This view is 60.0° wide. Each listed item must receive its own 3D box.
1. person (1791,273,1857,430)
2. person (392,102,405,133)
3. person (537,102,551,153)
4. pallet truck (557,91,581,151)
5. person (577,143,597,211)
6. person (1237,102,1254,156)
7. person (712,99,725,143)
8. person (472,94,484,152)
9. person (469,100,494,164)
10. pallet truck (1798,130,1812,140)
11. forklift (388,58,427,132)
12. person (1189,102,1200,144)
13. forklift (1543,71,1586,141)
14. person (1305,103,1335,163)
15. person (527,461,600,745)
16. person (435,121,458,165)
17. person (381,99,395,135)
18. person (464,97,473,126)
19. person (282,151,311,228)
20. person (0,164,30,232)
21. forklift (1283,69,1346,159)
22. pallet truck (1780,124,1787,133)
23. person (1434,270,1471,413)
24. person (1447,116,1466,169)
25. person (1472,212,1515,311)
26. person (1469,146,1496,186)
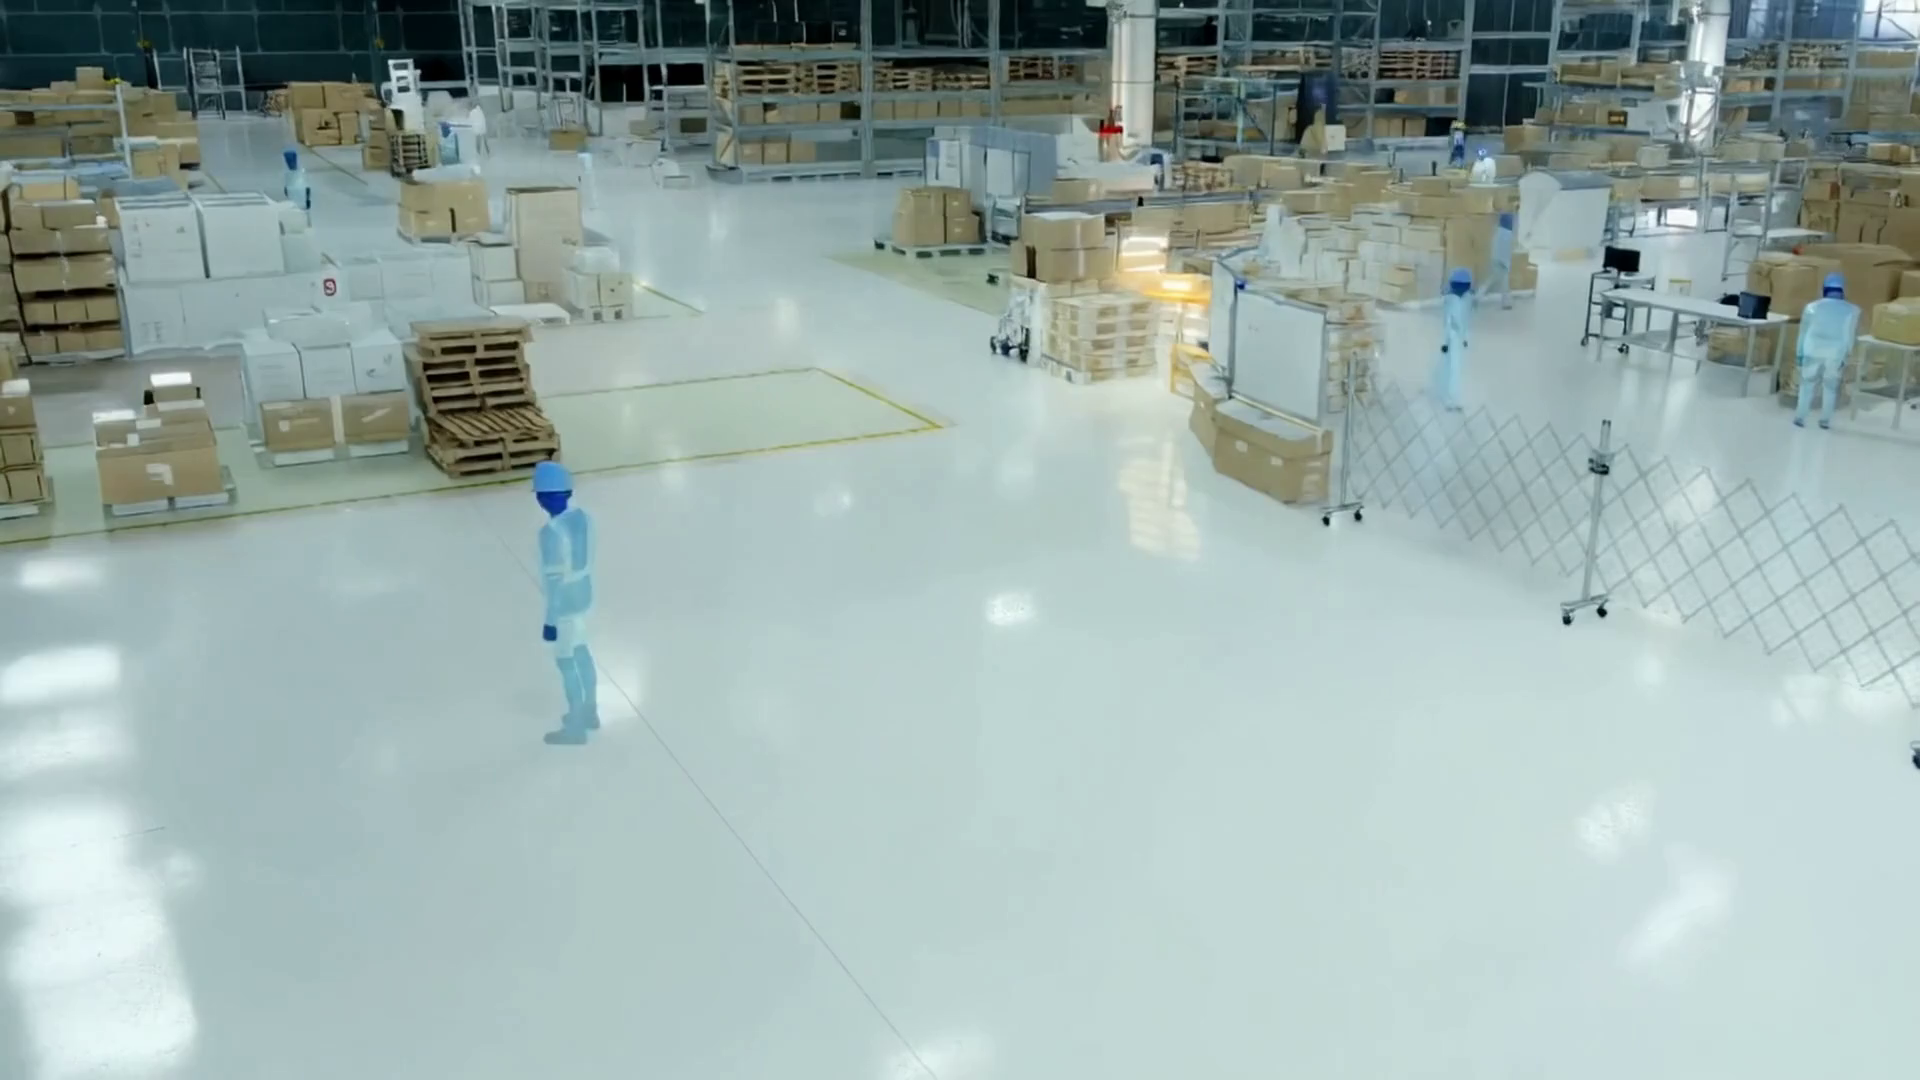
[{"bbox_3d":[10.038,-2.181,19.345,0.598,1.826,0.403,4,18,13],"label":"person"},{"bbox_3d":[-19.015,-13.974,56.309,0.317,1.696,0.537,12,21,32],"label":"person"},{"bbox_3d":[-14.093,-13.907,56.111,0.572,1.679,0.543,10,20,28],"label":"person"},{"bbox_3d":[-13.495,-14.412,57.188,0.823,1.965,1.885,-3,18,-9],"label":"pallet truck"},{"bbox_3d":[-9.147,-8.830,40.406,0.806,1.599,0.542,15,23,38],"label":"person"},{"bbox_3d":[8.913,-12.723,52.051,0.554,1.918,0.605,2,18,5],"label":"person"},{"bbox_3d":[-8.222,-14.442,57.462,1.020,1.884,0.655,-14,23,-37],"label":"person"},{"bbox_3d":[-16.356,-14.171,56.558,0.388,1.930,0.541,1,18,2],"label":"person"},{"bbox_3d":[-15.229,-12.882,52.503,1.039,1.947,0.634,11,21,32],"label":"person"},{"bbox_3d":[25.526,-11.556,49.408,1.630,1.274,0.653,-9,20,-26],"label":"pallet truck"},{"bbox_3d":[-21.809,-17.459,65.263,1.129,2.768,1.873,-9,20,-26],"label":"forklift"},{"bbox_3d":[7.692,-13.521,54.802,0.543,1.749,0.436,-13,22,-35],"label":"person"},{"bbox_3d":[18.685,-13.231,52.085,1.873,2.768,1.129,-9,20,-26],"label":"forklift"},{"bbox_3d":[11.465,-12.929,52.793,0.983,1.853,0.636,0,18,1],"label":"person"},{"bbox_3d":[-2.635,0.417,11.045,0.349,1.940,0.551,4,18,11],"label":"person"},{"bbox_3d":[-13.617,-10.194,44.250,0.586,1.878,1.001,0,18,-1],"label":"person"},{"bbox_3d":[-18.267,-13.105,53.210,0.356,1.936,0.635,-5,19,-16],"label":"person"},{"bbox_3d":[-17.770,-15.325,60.636,0.525,1.629,0.463,-10,20,-29],"label":"person"},{"bbox_3d":[-13.545,-6.959,34.005,0.609,1.963,0.369,5,18,15],"label":"person"},{"bbox_3d":[-17.521,-5.958,30.763,0.755,2.000,0.768,-8,19,-24],"label":"person"},{"bbox_3d":[11.615,-13.871,54.079,1.129,2.768,1.873,-9,20,-27],"label":"forklift"},{"bbox_3d":[25.206,-12.542,52.601,1.601,1.201,0.680,0,18,-2],"label":"pallet truck"},{"bbox_3d":[6.053,-2.445,20.366,0.555,1.698,0.577,13,22,34],"label":"person"},{"bbox_3d":[13.174,-10.134,43.840,0.616,2.013,0.807,-15,23,-39],"label":"person"},{"bbox_3d":[8.690,-4.497,26.914,0.646,1.618,0.502,-8,19,-23],"label":"person"},{"bbox_3d":[11.393,-7.639,36.269,0.861,1.882,0.647,-6,19,-18],"label":"person"}]
